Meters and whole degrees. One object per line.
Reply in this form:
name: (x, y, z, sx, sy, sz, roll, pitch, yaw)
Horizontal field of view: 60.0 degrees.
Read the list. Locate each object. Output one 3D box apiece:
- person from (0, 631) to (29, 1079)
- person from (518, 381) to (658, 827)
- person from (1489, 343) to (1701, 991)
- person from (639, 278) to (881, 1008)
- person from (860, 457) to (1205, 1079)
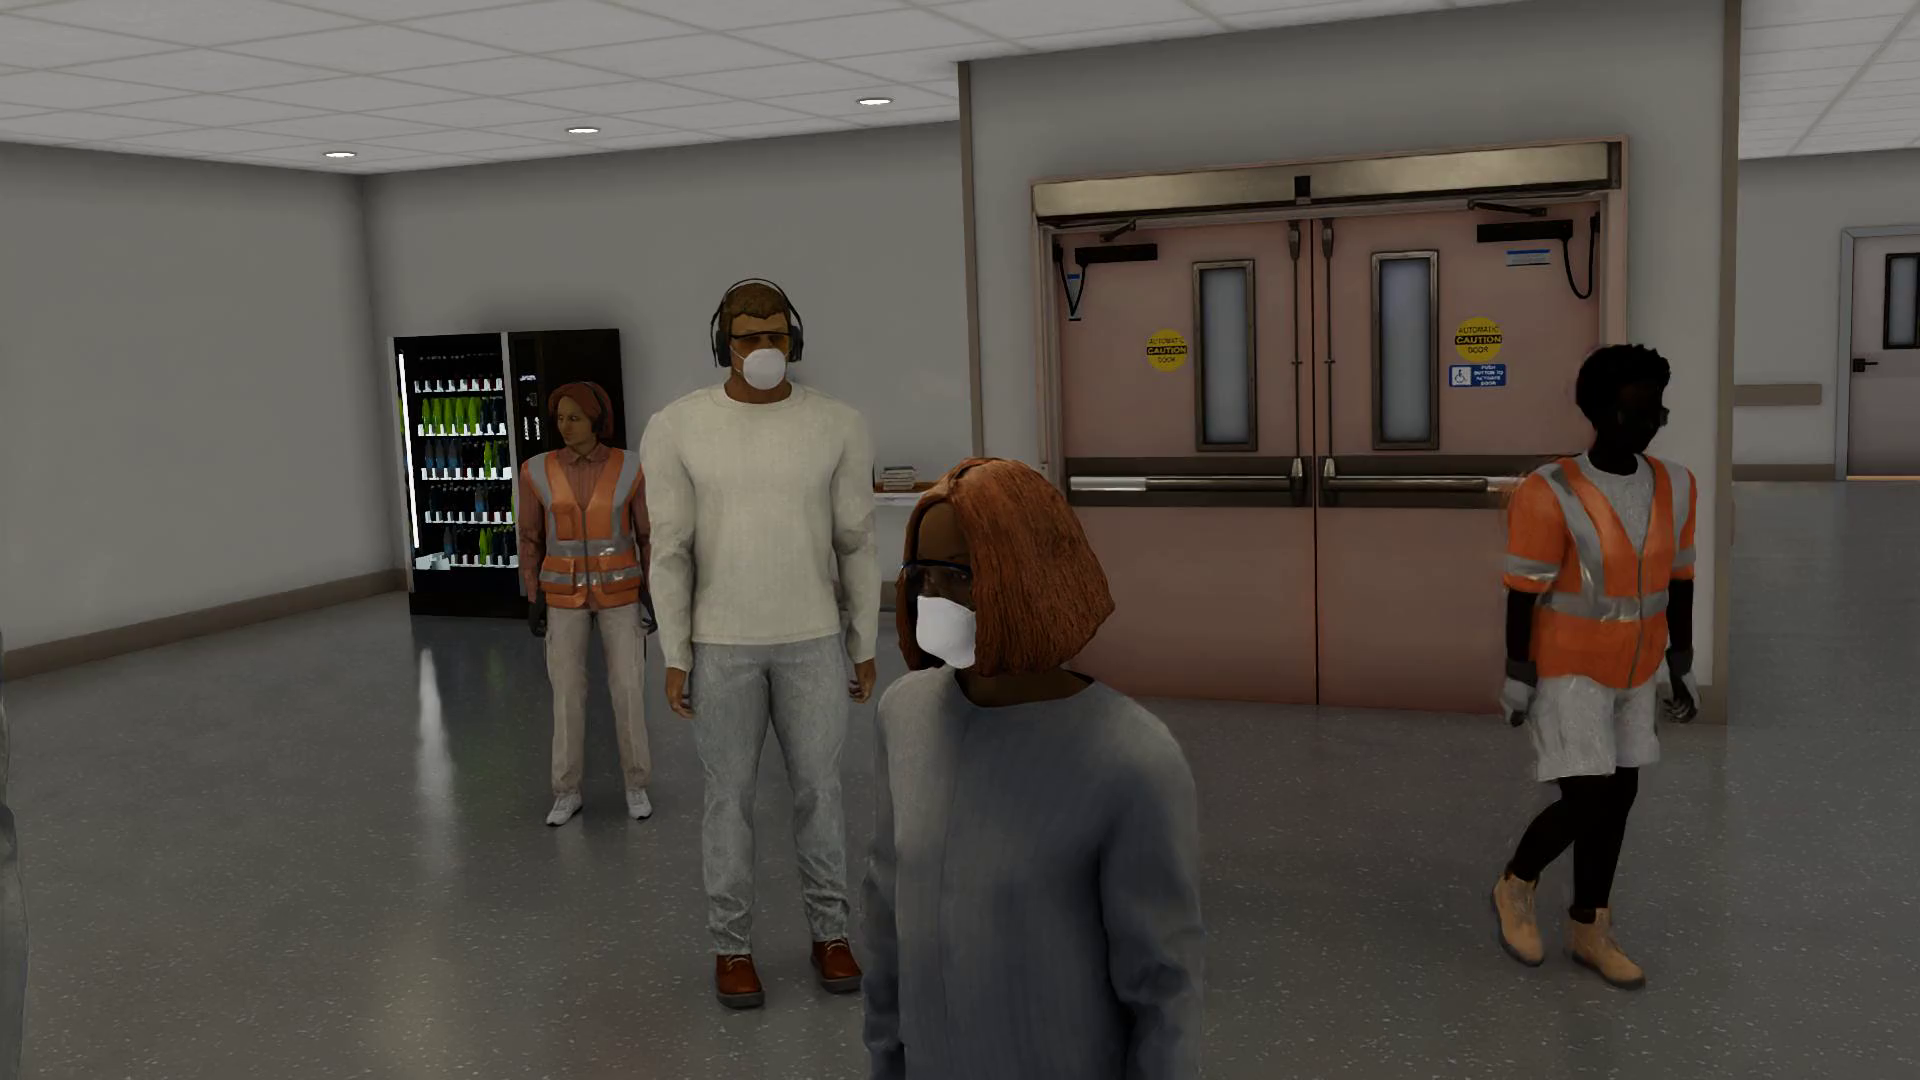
person: (-1.330, 0.649, 1.787, 0.630, 1.940, 0.372, -4, 8, -11)
person: (-1.352, 0.232, 6.155, 0.515, 1.636, 0.315, -3, 7, -5)
person: (1.634, 0.338, 4.260, 0.544, 1.679, 0.385, -5, 8, -22)
person: (-0.510, 0.277, 4.455, 0.622, 1.932, 0.371, -4, 8, -12)
person: (0.069, 0.713, 2.027, 0.498, 1.634, 0.280, 4, 10, 42)
